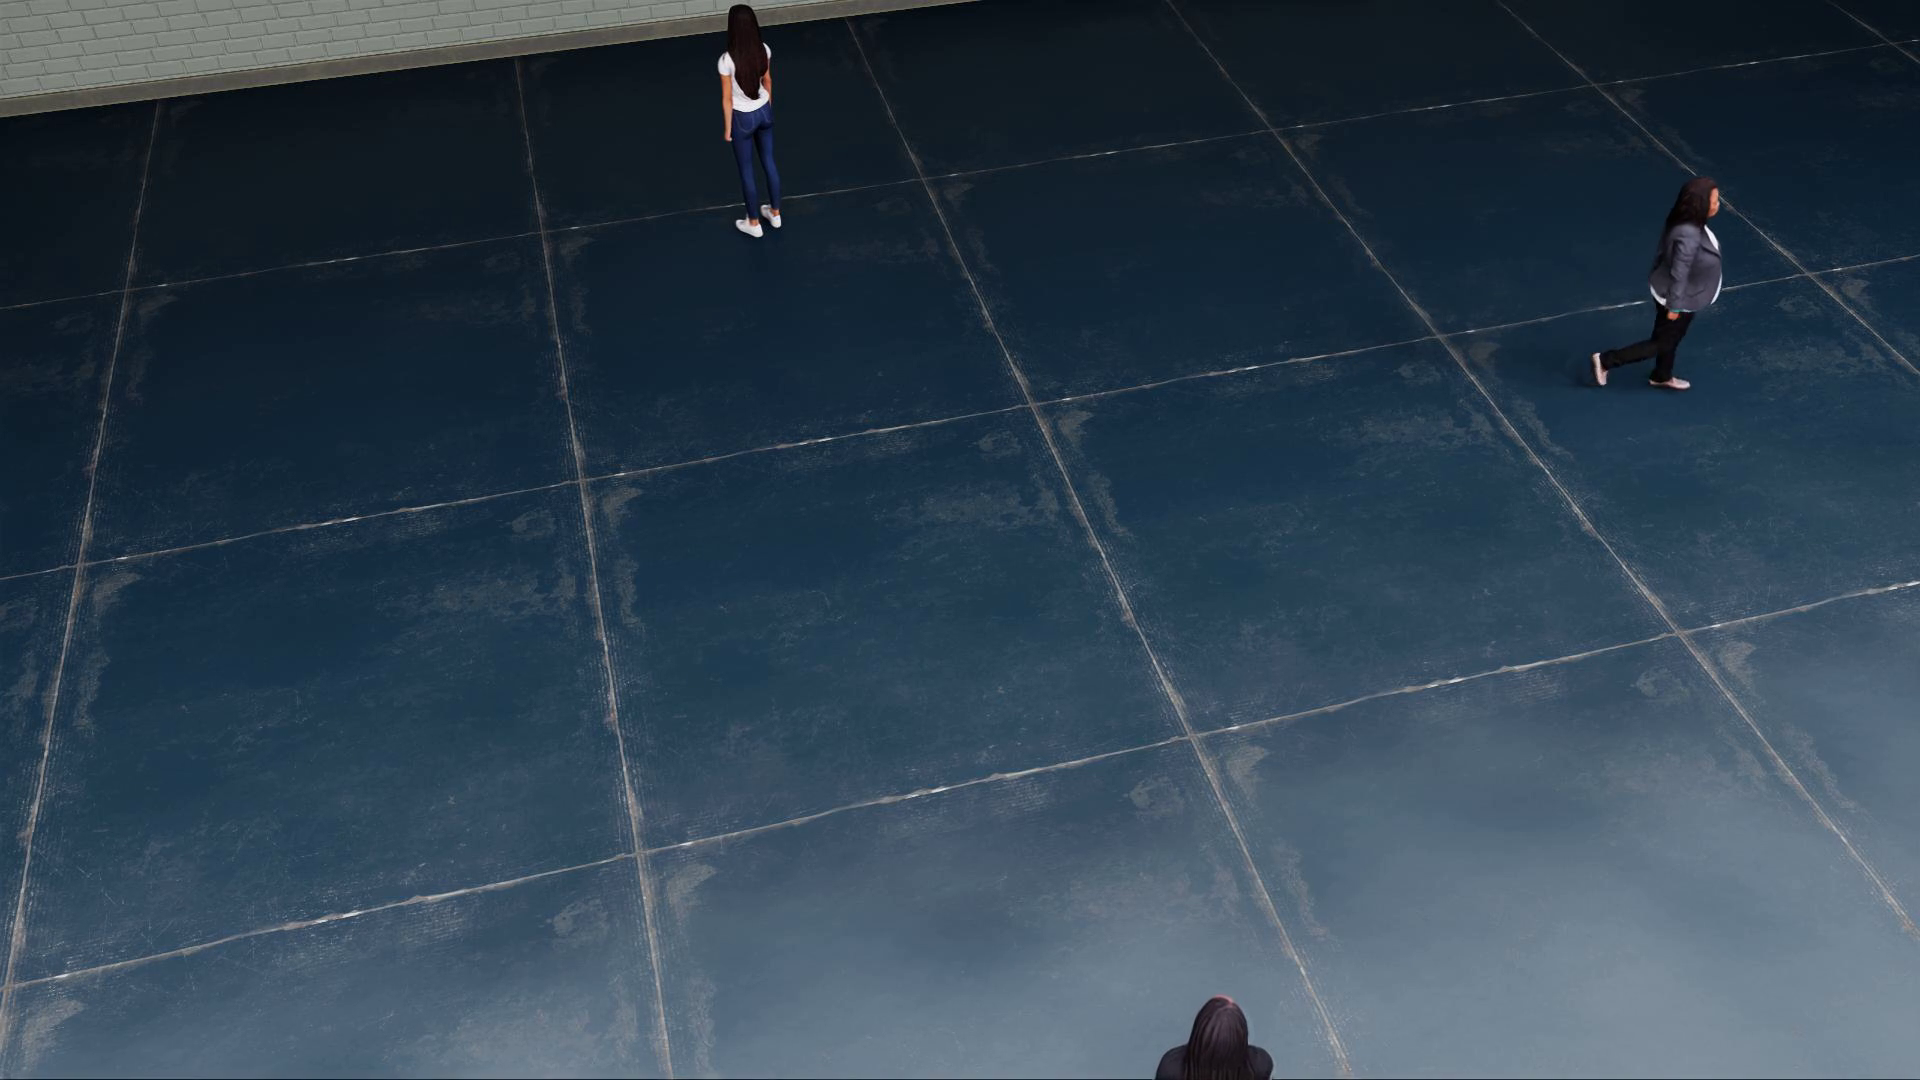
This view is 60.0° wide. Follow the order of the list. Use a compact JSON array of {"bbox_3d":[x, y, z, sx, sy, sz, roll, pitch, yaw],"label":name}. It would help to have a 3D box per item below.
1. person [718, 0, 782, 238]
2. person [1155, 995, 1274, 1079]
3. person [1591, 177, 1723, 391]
[{"bbox_3d":[-1.519,-3.059,12.163,0.655,1.774,0.654,-32,51,-29],"label":"person"},{"bbox_3d":[0.943,2.303,6.455,0.648,1.727,0.636,-4,43,-5],"label":"person"},{"bbox_3d":[4.557,-1.608,10.753,0.995,1.578,0.997,10,44,11],"label":"person"}]
